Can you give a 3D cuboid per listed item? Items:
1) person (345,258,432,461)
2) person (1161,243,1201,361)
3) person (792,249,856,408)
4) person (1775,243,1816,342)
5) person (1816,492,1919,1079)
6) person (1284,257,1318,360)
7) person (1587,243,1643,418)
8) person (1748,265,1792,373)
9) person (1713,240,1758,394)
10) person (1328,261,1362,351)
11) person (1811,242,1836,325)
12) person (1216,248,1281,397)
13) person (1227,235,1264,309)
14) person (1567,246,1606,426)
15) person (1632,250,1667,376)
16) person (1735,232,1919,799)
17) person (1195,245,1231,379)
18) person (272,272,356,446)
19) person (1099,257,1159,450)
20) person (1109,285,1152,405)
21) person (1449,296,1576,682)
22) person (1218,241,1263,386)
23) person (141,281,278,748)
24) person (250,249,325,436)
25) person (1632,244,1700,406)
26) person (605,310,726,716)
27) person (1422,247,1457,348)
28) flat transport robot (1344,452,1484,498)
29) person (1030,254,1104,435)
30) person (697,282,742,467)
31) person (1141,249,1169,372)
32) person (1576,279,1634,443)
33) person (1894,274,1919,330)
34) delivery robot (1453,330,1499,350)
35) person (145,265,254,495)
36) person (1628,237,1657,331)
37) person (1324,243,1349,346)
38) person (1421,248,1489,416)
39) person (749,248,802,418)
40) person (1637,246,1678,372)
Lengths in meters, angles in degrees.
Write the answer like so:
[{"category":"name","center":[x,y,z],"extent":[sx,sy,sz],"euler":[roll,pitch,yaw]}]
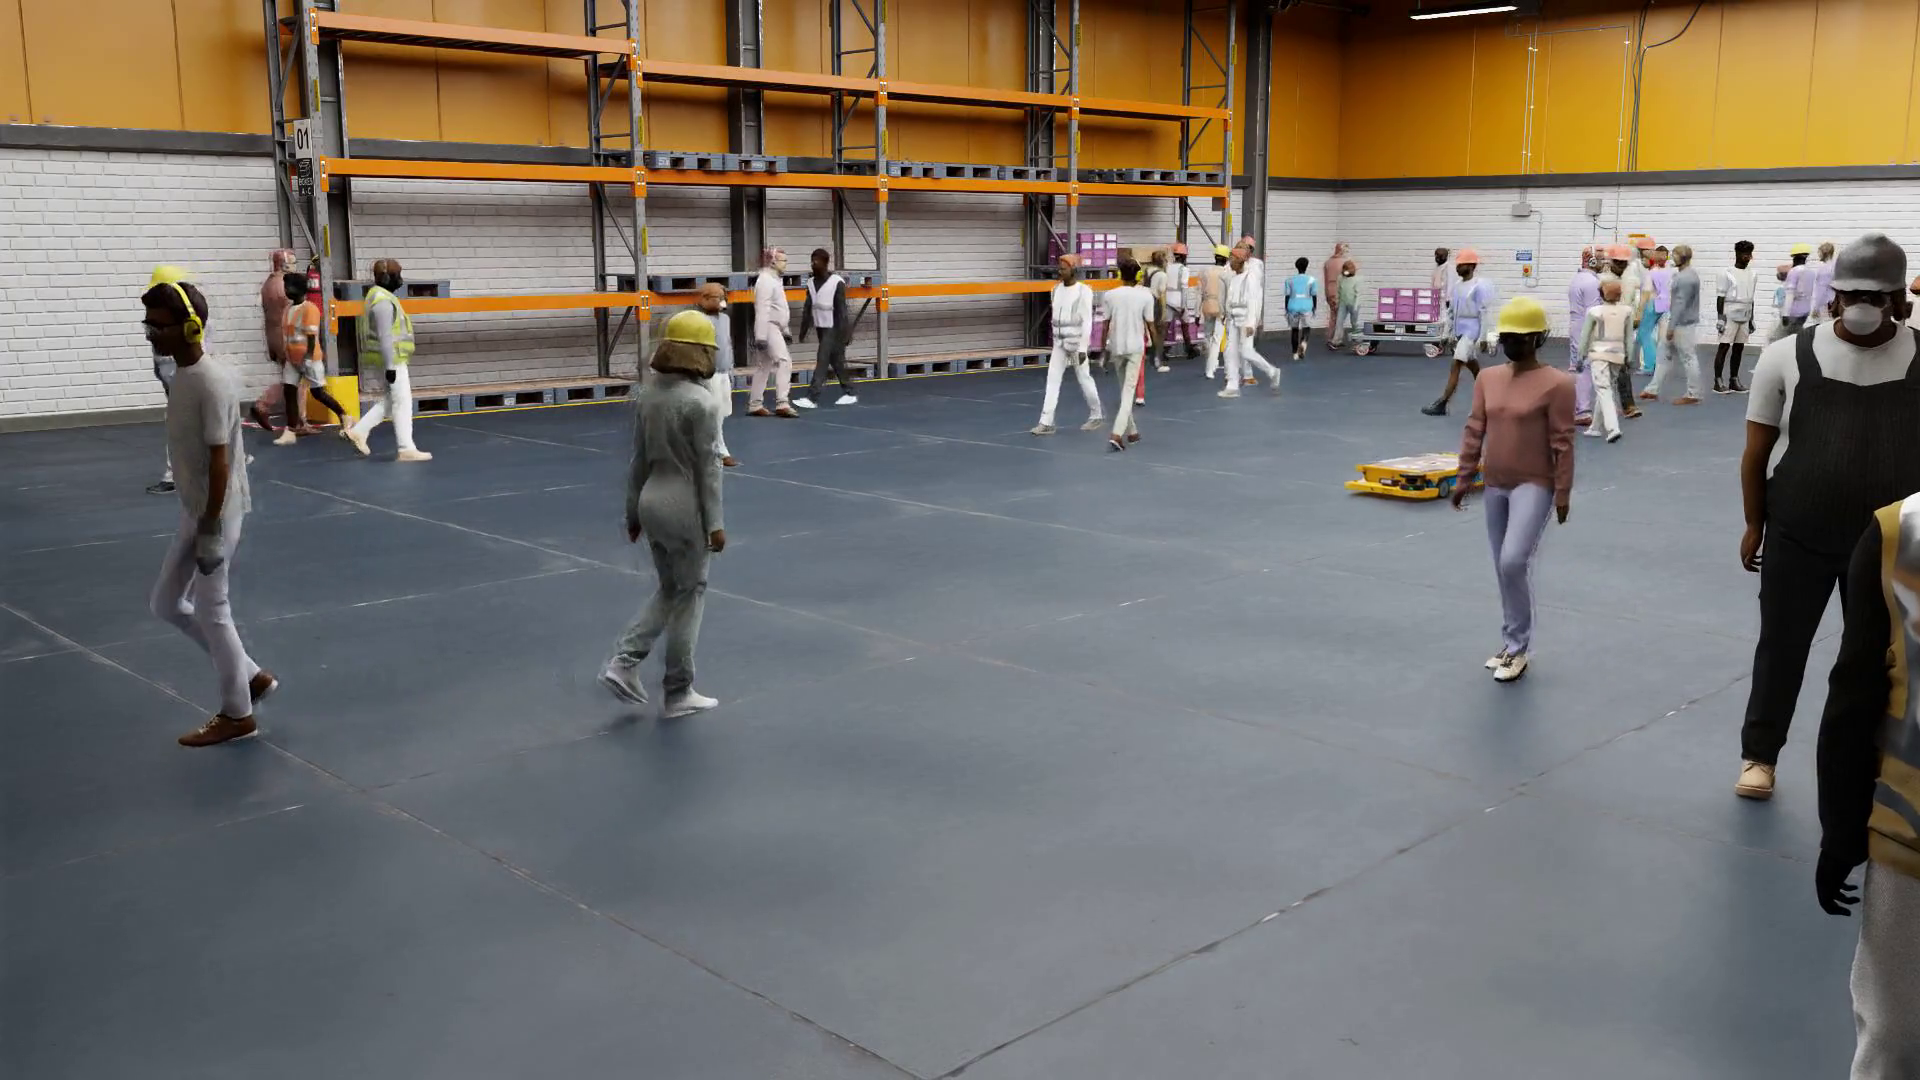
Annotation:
[{"category":"person","center":[-5.148,-1.602,14.884],"extent":[0.636,1.824,0.638],"euler":[-4,11,-21]},{"category":"person","center":[3.527,-3.846,26.940],"extent":[0.565,1.883,0.989],"euler":[10,14,44]},{"category":"person","center":[-1.606,-2.502,19.686],"extent":[1.032,1.861,0.610],"euler":[-9,14,-41]},{"category":"person","center":[11.686,-3.196,23.318],"extent":[0.614,1.909,0.446],"euler":[-7,12,-32]},{"category":"person","center":[1.855,0.577,2.946],"extent":[0.633,1.840,0.429],"euler":[6,12,31]},{"category":"person","center":[5.474,-3.711,26.770],"extent":[0.539,1.684,0.566],"euler":[3,11,18]},{"category":"person","center":[7.253,-2.334,18.588],"extent":[0.655,1.932,1.041],"euler":[-2,11,-10]},{"category":"person","center":[12.042,-3.202,24.208],"extent":[0.506,1.605,0.825],"euler":[-10,14,-43]},{"category":"person","center":[9.939,-2.851,21.299],"extent":[0.604,1.964,0.367],"euler":[-4,11,-20]},{"category":"person","center":[6.815,-4.120,29.274],"extent":[0.538,1.566,0.874],"euler":[9,14,40]},{"category":"person","center":[13.047,-3.489,24.922],"extent":[0.619,1.922,0.636],"euler":[8,13,36]},{"category":"person","center":[3.620,-2.718,20.857],"extent":[0.768,1.866,0.613],"euler":[-4,11,-21]},{"category":"person","center":[4.548,-3.869,26.703],"extent":[0.611,2.024,0.693],"euler":[3,11,17]},{"category":"person","center":[6.703,-2.169,17.738],"extent":[0.408,1.909,0.642],"euler":[1,10,3]},{"category":"person","center":[9.938,-3.264,23.959],"extent":[0.449,1.817,0.561],"euler":[7,13,35]},{"category":"person","center":[3.110,-0.054,5.836],"extent":[0.688,2.000,0.536],"euler":[4,11,22]},{"category":"person","center":[3.682,-3.240,23.659],"extent":[0.598,1.865,1.016],"euler":[4,11,20]},{"category":"person","center":[-6.338,-1.768,16.175],"extent":[0.531,1.673,0.761],"euler":[7,12,33]},{"category":"person","center":[1.607,-1.777,15.840],"extent":[0.539,1.826,0.979],"euler":[5,11,24]},{"category":"person","center":[2.001,-2.416,19.562],"extent":[0.535,1.717,0.806],"euler":[2,11,9]},{"category":"person","center":[2.498,-0.231,7.620],"extent":[0.591,1.750,0.529],"euler":[-7,12,-32]},{"category":"person","center":[3.776,-3.045,22.427],"extent":[0.627,1.941,0.370],"euler":[6,12,31]},{"category":"person","center":[-2.976,-0.081,6.507],"extent":[0.393,1.846,0.549],"euler":[-8,13,-37]},{"category":"person","center":[-6.780,-1.969,16.695],"extent":[0.564,1.890,0.649],"euler":[-9,13,-39]},{"category":"person","center":[8.437,-2.549,19.796],"extent":[0.885,1.906,0.661],"euler":[4,11,19]},{"category":"person","center":[-1.195,-0.100,6.994],"extent":[0.490,1.718,0.481],"euler":[10,14,43]},{"category":"person","center":[8.692,-4.325,29.740],"extent":[0.746,1.817,0.626],"euler":[-4,11,-19]},{"category":"flat transport robot","center":[3.761,-0.525,13.238],"extent":[1.431,0.197,0.652],"euler":[-9,14,-40]},{"category":"person","center":[1.145,-1.996,17.009],"extent":[0.976,1.836,0.593],"euler":[-10,14,-43]},{"category":"person","center":[-2.198,-1.453,14.603],"extent":[0.586,1.616,0.513],"euler":[4,11,22]},{"category":"person","center":[2.819,-3.377,24.563],"extent":[0.604,1.824,0.536],"euler":[-8,13,-38]},{"category":"person","center":[6.382,-1.766,16.394],"extent":[0.528,1.606,0.837],"euler":[-2,11,-8]},{"category":"person","center":[10.119,-2.005,17.587],"extent":[0.280,1.631,0.504],"euler":[-5,12,-27]},{"category":"delivery robot","center":[8.658,-3.397,27.868],"extent":[0.707,0.478,0.477],"euler":[6,12,30]},{"category":"person","center":[-6.094,-1.286,13.232],"extent":[0.841,1.804,0.604],"euler":[-10,14,-42]},{"category":"person","center":[11.022,-3.923,27.072],"extent":[0.617,2.005,1.029],"euler":[-8,13,-36]},{"category":"person","center":[6.955,-4.467,30.379],"extent":[0.465,1.879,0.675],"euler":[-5,11,-24]},{"category":"person","center":[5.716,-2.346,18.792],"extent":[1.020,1.886,0.558],"euler":[-3,11,-16]},{"category":"person","center":[-2.032,-2.290,18.478],"extent":[0.762,1.882,0.661],"euler":[-1,10,-3]},{"category":"person","center":[10.261,-3.384,24.465],"extent":[0.532,1.868,0.310],"euler":[3,11,14]}]
